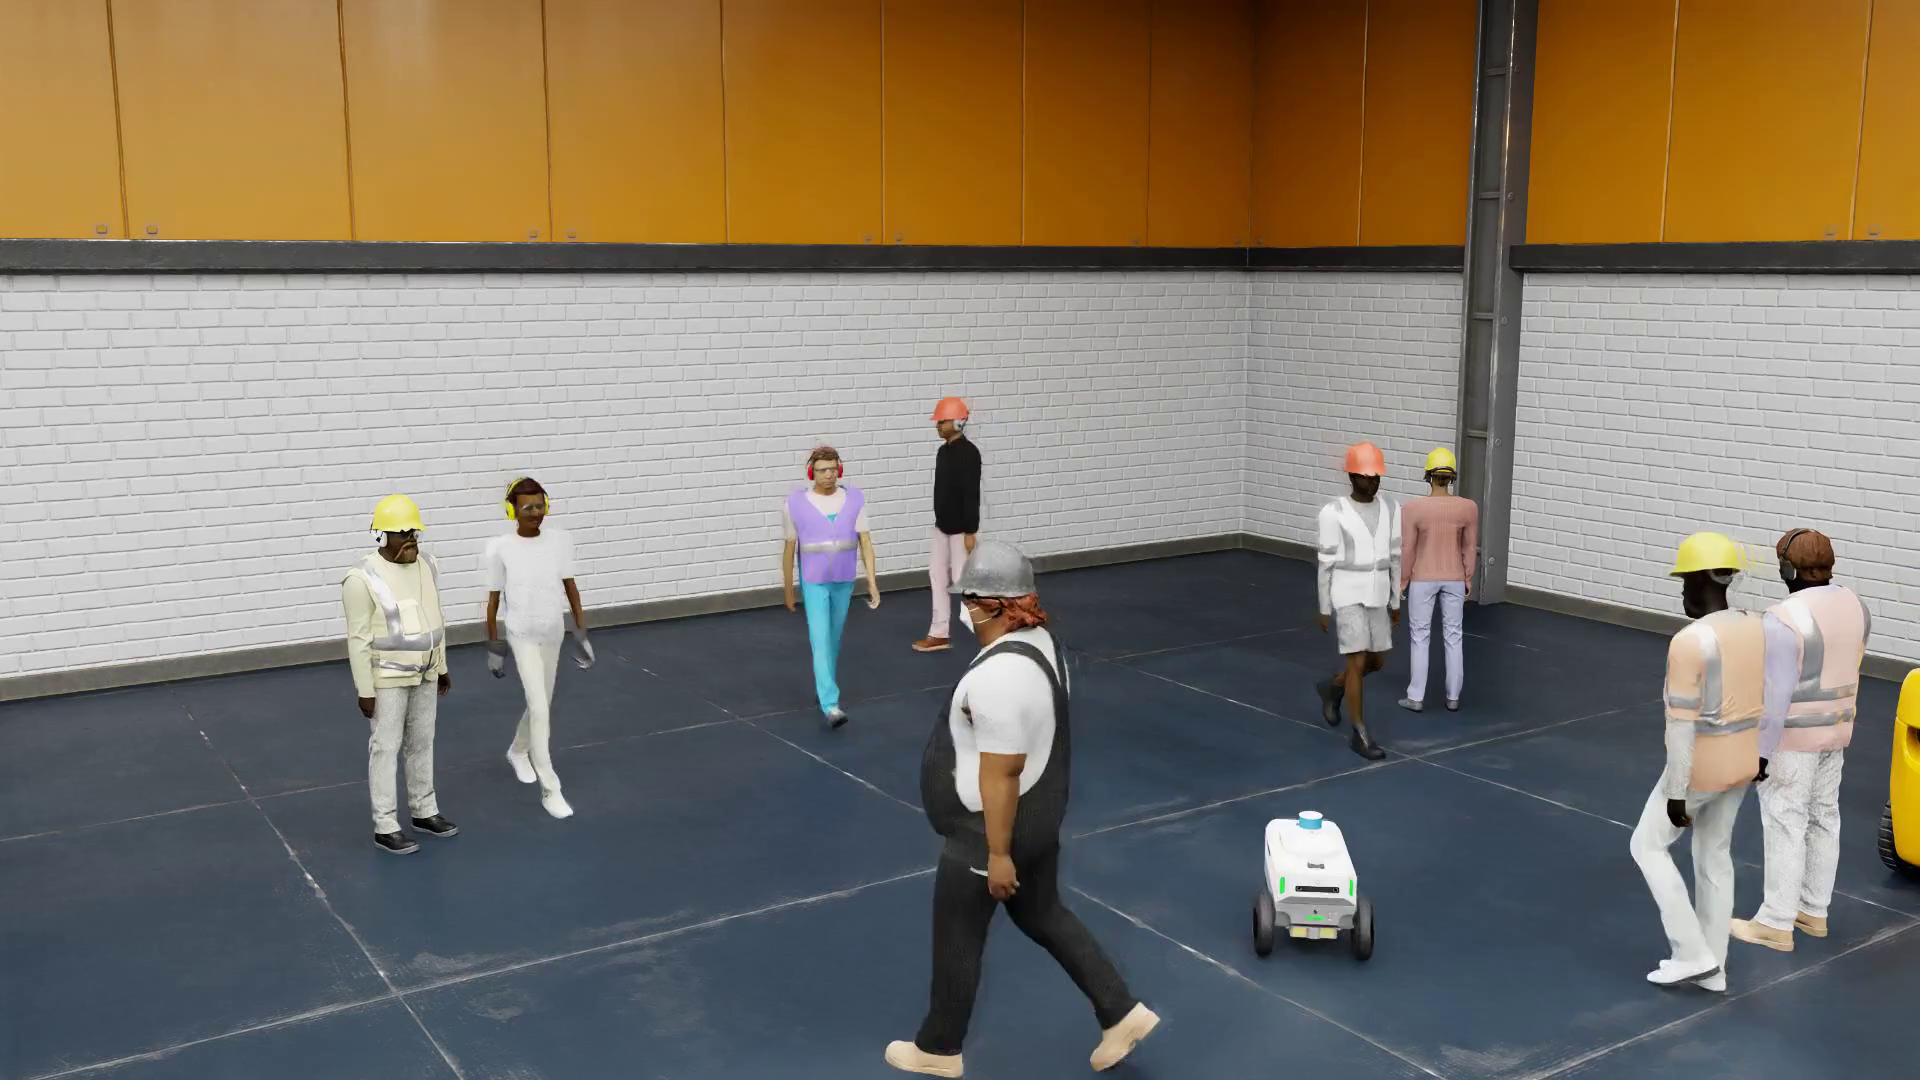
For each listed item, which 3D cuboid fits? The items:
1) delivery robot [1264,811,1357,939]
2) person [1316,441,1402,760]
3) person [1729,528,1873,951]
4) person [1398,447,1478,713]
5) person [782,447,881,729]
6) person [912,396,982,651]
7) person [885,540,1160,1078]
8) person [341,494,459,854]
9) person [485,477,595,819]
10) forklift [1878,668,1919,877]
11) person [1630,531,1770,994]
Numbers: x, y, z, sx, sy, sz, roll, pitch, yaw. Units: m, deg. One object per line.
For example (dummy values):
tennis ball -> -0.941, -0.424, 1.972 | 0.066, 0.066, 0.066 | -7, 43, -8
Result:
delivery robot -> 1.537, 1.439, 7.325 | 0.477, 0.478, 0.707 | 1, 10, 6
person -> 2.412, 0.335, 10.175 | 0.553, 1.915, 0.746 | -3, 10, -20
person -> 3.628, 0.861, 7.232 | 0.623, 1.840, 0.430 | -5, 11, -29
person -> 3.146, 0.269, 11.012 | 0.526, 1.768, 0.314 | -1, 9, -4
person -> -0.831, 0.298, 10.753 | 0.571, 1.795, 0.963 | -4, 10, -24
person -> 0.026, -0.125, 12.778 | 0.771, 1.970, 0.624 | -5, 11, -27
person -> 0.242, 0.963, 6.005 | 0.936, 2.000, 0.692 | 3, 10, 19
person -> -2.825, 0.669, 8.438 | 0.403, 1.824, 0.593 | 4, 10, 25
person -> -2.362, 0.540, 9.213 | 0.521, 1.830, 0.959 | -8, 13, -41
forklift -> 5.511, 0.571, 7.906 | 2.313, 2.155, 1.214 | -6, 11, -33
person -> 3.003, 0.912, 6.758 | 0.586, 1.896, 0.423 | -5, 11, -29
